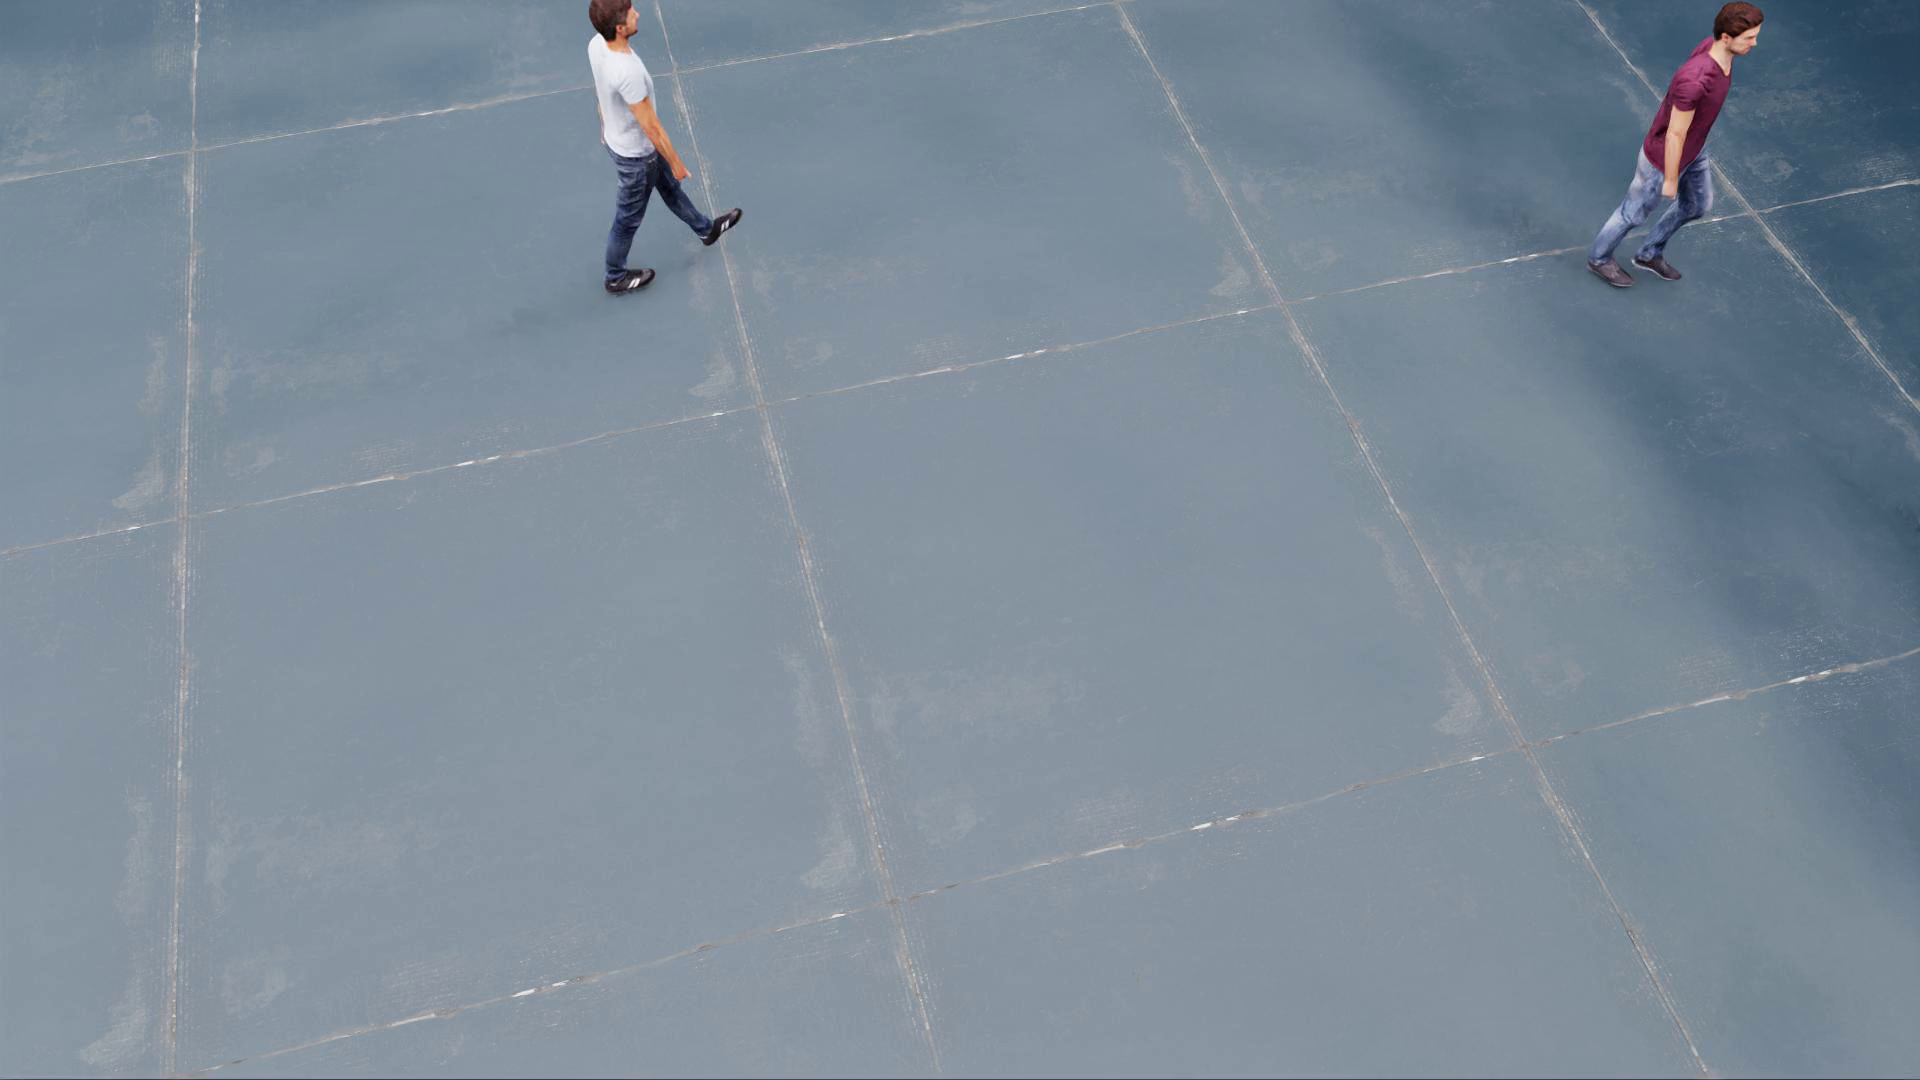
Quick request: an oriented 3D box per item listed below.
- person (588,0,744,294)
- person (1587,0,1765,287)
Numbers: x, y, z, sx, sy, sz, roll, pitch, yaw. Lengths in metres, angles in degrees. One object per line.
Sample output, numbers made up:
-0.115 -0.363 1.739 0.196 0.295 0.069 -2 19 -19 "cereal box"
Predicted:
-1.812 -2.029 8.813 0.891 1.829 1.129 -23 56 -17 "person"
3.734 -2.118 8.880 0.923 1.832 0.874 32 59 23 "person"
